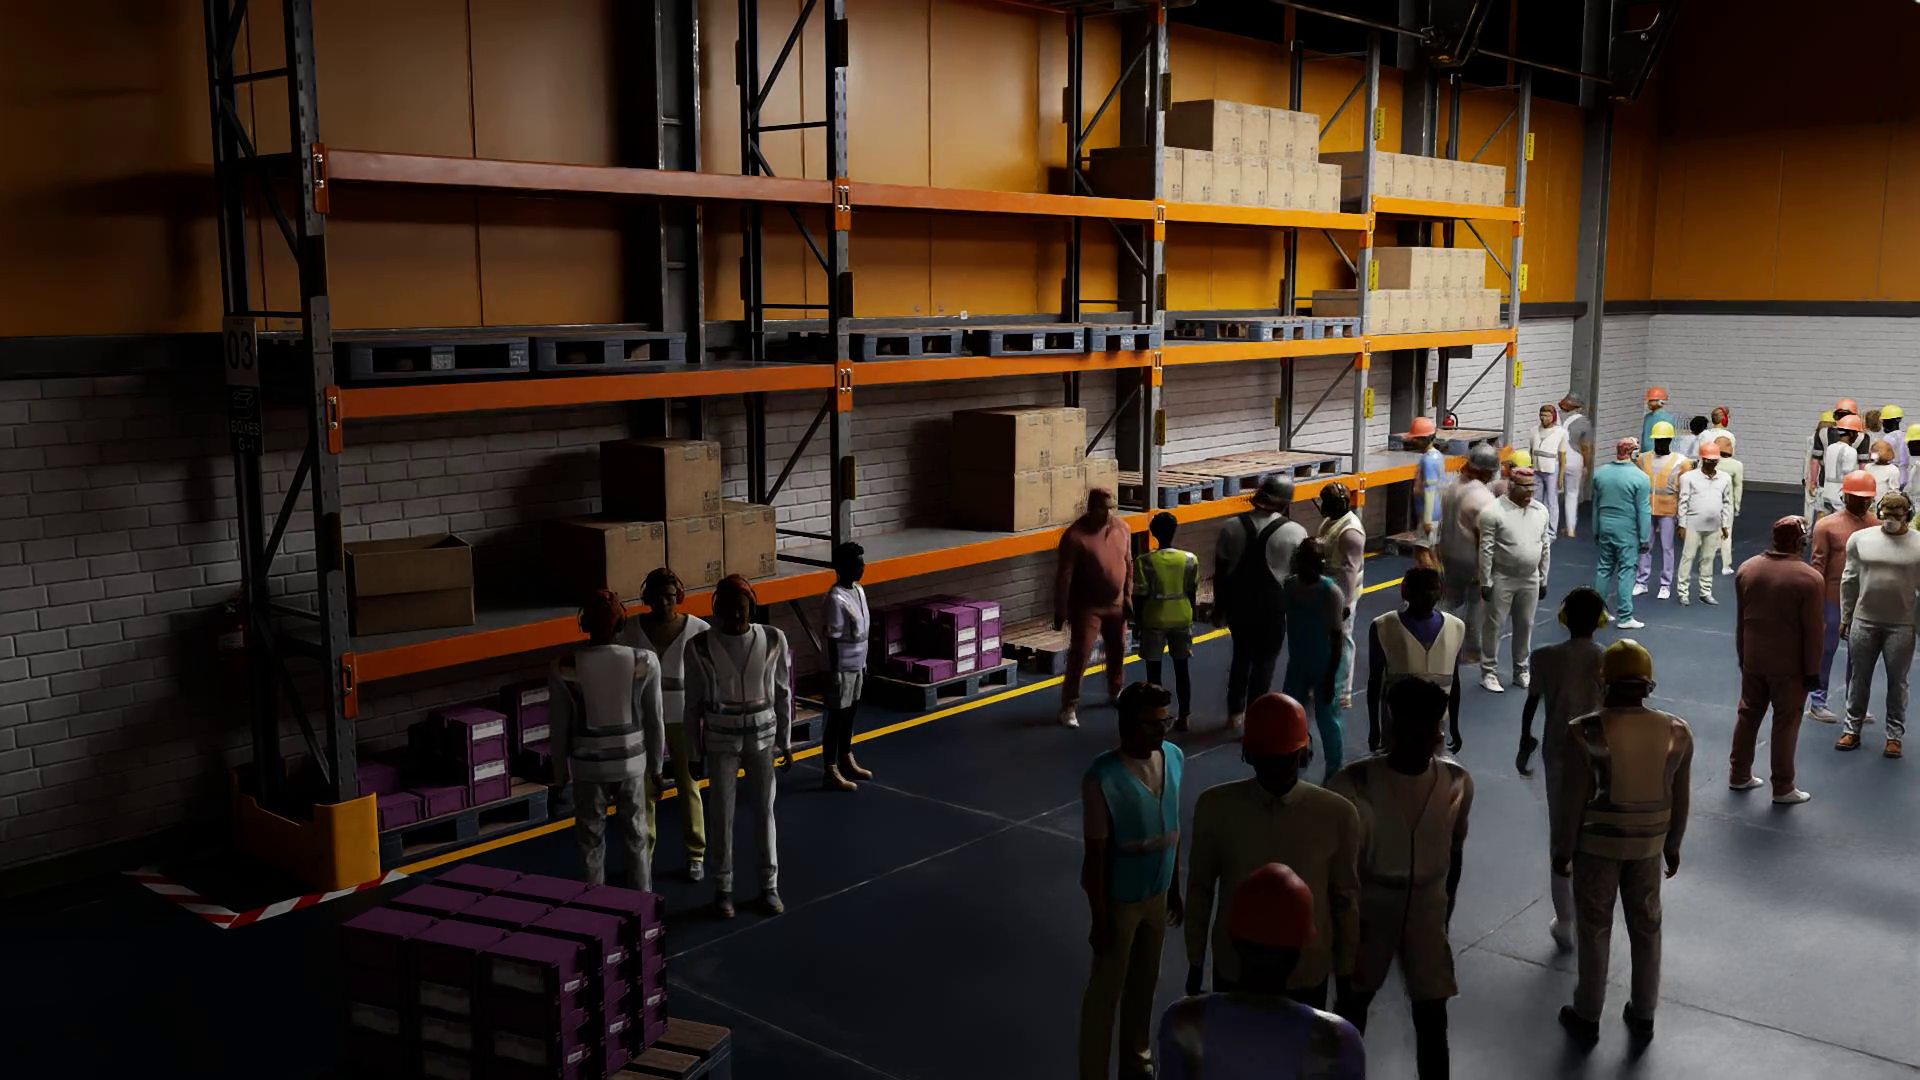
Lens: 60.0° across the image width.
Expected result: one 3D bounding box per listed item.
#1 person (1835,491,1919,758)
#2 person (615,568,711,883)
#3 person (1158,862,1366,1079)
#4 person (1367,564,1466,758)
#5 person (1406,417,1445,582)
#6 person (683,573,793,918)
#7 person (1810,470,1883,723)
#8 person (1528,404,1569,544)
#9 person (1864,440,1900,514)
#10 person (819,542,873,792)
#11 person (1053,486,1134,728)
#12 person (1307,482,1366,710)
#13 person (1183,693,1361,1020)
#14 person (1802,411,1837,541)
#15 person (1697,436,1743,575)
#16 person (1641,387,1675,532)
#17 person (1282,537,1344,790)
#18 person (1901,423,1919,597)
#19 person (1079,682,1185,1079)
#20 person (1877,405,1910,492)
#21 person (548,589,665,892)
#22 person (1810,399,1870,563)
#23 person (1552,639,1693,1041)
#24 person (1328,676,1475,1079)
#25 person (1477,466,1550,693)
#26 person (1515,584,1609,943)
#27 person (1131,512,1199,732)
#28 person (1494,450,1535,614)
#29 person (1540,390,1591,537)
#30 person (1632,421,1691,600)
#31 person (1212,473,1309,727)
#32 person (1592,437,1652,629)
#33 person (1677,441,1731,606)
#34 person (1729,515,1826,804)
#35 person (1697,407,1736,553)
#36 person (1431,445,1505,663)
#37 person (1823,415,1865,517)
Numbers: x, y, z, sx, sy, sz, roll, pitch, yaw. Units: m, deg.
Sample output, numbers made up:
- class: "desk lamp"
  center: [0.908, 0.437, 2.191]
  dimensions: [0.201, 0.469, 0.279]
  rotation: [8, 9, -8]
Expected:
- class: "person"
  center: [6.697, 0.601, 12.041]
  dimensions: [0.630, 1.937, 0.373]
  rotation: [7, 11, 39]
- class: "person"
  center: [-1.680, 1.051, 9.482]
  dimensions: [0.561, 1.836, 0.390]
  rotation: [-1, 9, -5]
- class: "person"
  center: [0.747, 1.818, 4.314]
  dimensions: [0.554, 1.906, 0.896]
  rotation: [4, 10, 22]
- class: "person"
  center: [2.589, 1.040, 9.492]
  dimensions: [0.567, 1.846, 0.389]
  rotation: [-1, 9, -9]
- class: "person"
  center: [4.870, -0.278, 17.430]
  dimensions: [0.458, 2.026, 0.662]
  rotation: [3, 9, 19]
- class: "person"
  center: [-1.195, 1.106, 8.980]
  dimensions: [0.584, 1.879, 0.369]
  rotation: [-3, 9, -18]
- class: "person"
  center: [6.914, 0.443, 12.916]
  dimensions: [0.613, 1.987, 0.407]
  rotation: [0, 9, -1]
- class: "person"
  center: [7.696, -0.862, 21.801]
  dimensions: [0.397, 1.836, 0.561]
  rotation: [-6, 11, -34]
- class: "person"
  center: [10.460, -0.325, 18.983]
  dimensions: [0.280, 1.633, 0.500]
  rotation: [-3, 9, -17]
- class: "person"
  center: [-0.776, 0.845, 11.262]
  dimensions: [0.319, 1.691, 0.536]
  rotation: [3, 9, 17]
- class: "person"
  center: [1.056, 0.495, 13.029]
  dimensions: [0.816, 1.855, 0.550]
  rotation: [-5, 10, -30]
- class: "person"
  center: [3.019, 0.444, 13.388]
  dimensions: [0.428, 1.838, 0.620]
  rotation: [-1, 9, -5]
- class: "person"
  center: [1.108, 1.515, 5.949]
  dimensions: [0.622, 1.993, 0.382]
  rotation: [2, 9, 11]
- class: "person"
  center: [11.406, -0.837, 21.983]
  dimensions: [0.492, 1.729, 0.324]
  rotation: [3, 9, 21]
- class: "person"
  center: [8.894, -0.408, 19.520]
  dimensions: [0.501, 1.631, 0.286]
  rotation: [5, 10, 30]
- class: "person"
  center: [9.553, -1.109, 22.875]
  dimensions: [0.392, 1.995, 0.612]
  rotation: [-2, 9, -11]
- class: "person"
  center: [2.277, 0.855, 10.820]
  dimensions: [0.808, 1.797, 0.525]
  rotation: [-8, 12, -41]
- class: "person"
  center: [10.362, -0.314, 18.021]
  dimensions: [0.498, 1.904, 0.600]
  rotation: [5, 10, 29]
- class: "person"
  center: [0.689, 1.465, 6.818]
  dimensions: [0.388, 1.836, 0.561]
  rotation: [8, 12, 42]
- class: "person"
  center: [11.485, -0.708, 20.564]
  dimensions: [0.592, 1.913, 0.400]
  rotation: [-7, 11, -37]
- class: "person"
  center: [-1.811, 1.186, 8.525]
  dimensions: [0.591, 1.881, 0.503]
  rotation: [-3, 9, -19]
- class: "person"
  center: [10.609, -0.688, 20.078]
  dimensions: [0.613, 2.028, 0.409]
  rotation: [5, 10, 32]
- class: "person"
  center: [2.974, 1.353, 7.523]
  dimensions: [0.600, 1.829, 0.404]
  rotation: [0, 9, -3]
- class: "person"
  center: [1.696, 1.478, 6.403]
  dimensions: [0.607, 1.920, 0.988]
  rotation: [0, 9, -2]
- class: "person"
  center: [4.640, 0.329, 13.911]
  dimensions: [0.643, 1.902, 0.399]
  rotation: [-2, 9, -12]
- class: "person"
  center: [3.234, 1.150, 8.829]
  dimensions: [0.518, 1.832, 0.806]
  rotation: [1, 9, 9]
- class: "person"
  center: [1.553, 0.631, 12.605]
  dimensions: [0.533, 1.698, 0.322]
  rotation: [-2, 9, -13]
- class: "person"
  center: [5.562, -0.049, 16.907]
  dimensions: [0.774, 1.740, 0.526]
  rotation: [-5, 10, -27]
- class: "person"
  center: [8.148, -1.064, 22.439]
  dimensions: [0.722, 2.000, 0.546]
  rotation: [7, 11, 39]
- class: "person"
  center: [7.570, -0.323, 18.019]
  dimensions: [0.586, 1.928, 0.369]
  rotation: [9, 12, 44]
- class: "person"
  center: [2.277, 0.472, 12.532]
  dimensions: [0.702, 2.000, 0.666]
  rotation: [5, 10, 28]
- class: "person"
  center: [6.580, -0.072, 16.515]
  dimensions: [0.398, 1.899, 0.649]
  rotation: [-5, 10, -29]
- class: "person"
  center: [7.885, -0.171, 17.611]
  dimensions: [0.570, 1.750, 0.344]
  rotation: [0, 9, -3]
- class: "person"
  center: [5.439, 0.779, 11.035]
  dimensions: [0.398, 1.900, 0.641]
  rotation: [-4, 10, -25]
- class: "person"
  center: [9.584, -0.762, 21.104]
  dimensions: [0.389, 1.850, 0.566]
  rotation: [-4, 10, -22]
- class: "person"
  center: [4.472, 0.120, 14.802]
  dimensions: [0.767, 2.000, 0.698]
  rotation: [-3, 9, -19]
- class: "person"
  center: [10.051, -0.464, 18.955]
  dimensions: [0.388, 1.926, 0.549]
  rotation: [0, 9, 0]
